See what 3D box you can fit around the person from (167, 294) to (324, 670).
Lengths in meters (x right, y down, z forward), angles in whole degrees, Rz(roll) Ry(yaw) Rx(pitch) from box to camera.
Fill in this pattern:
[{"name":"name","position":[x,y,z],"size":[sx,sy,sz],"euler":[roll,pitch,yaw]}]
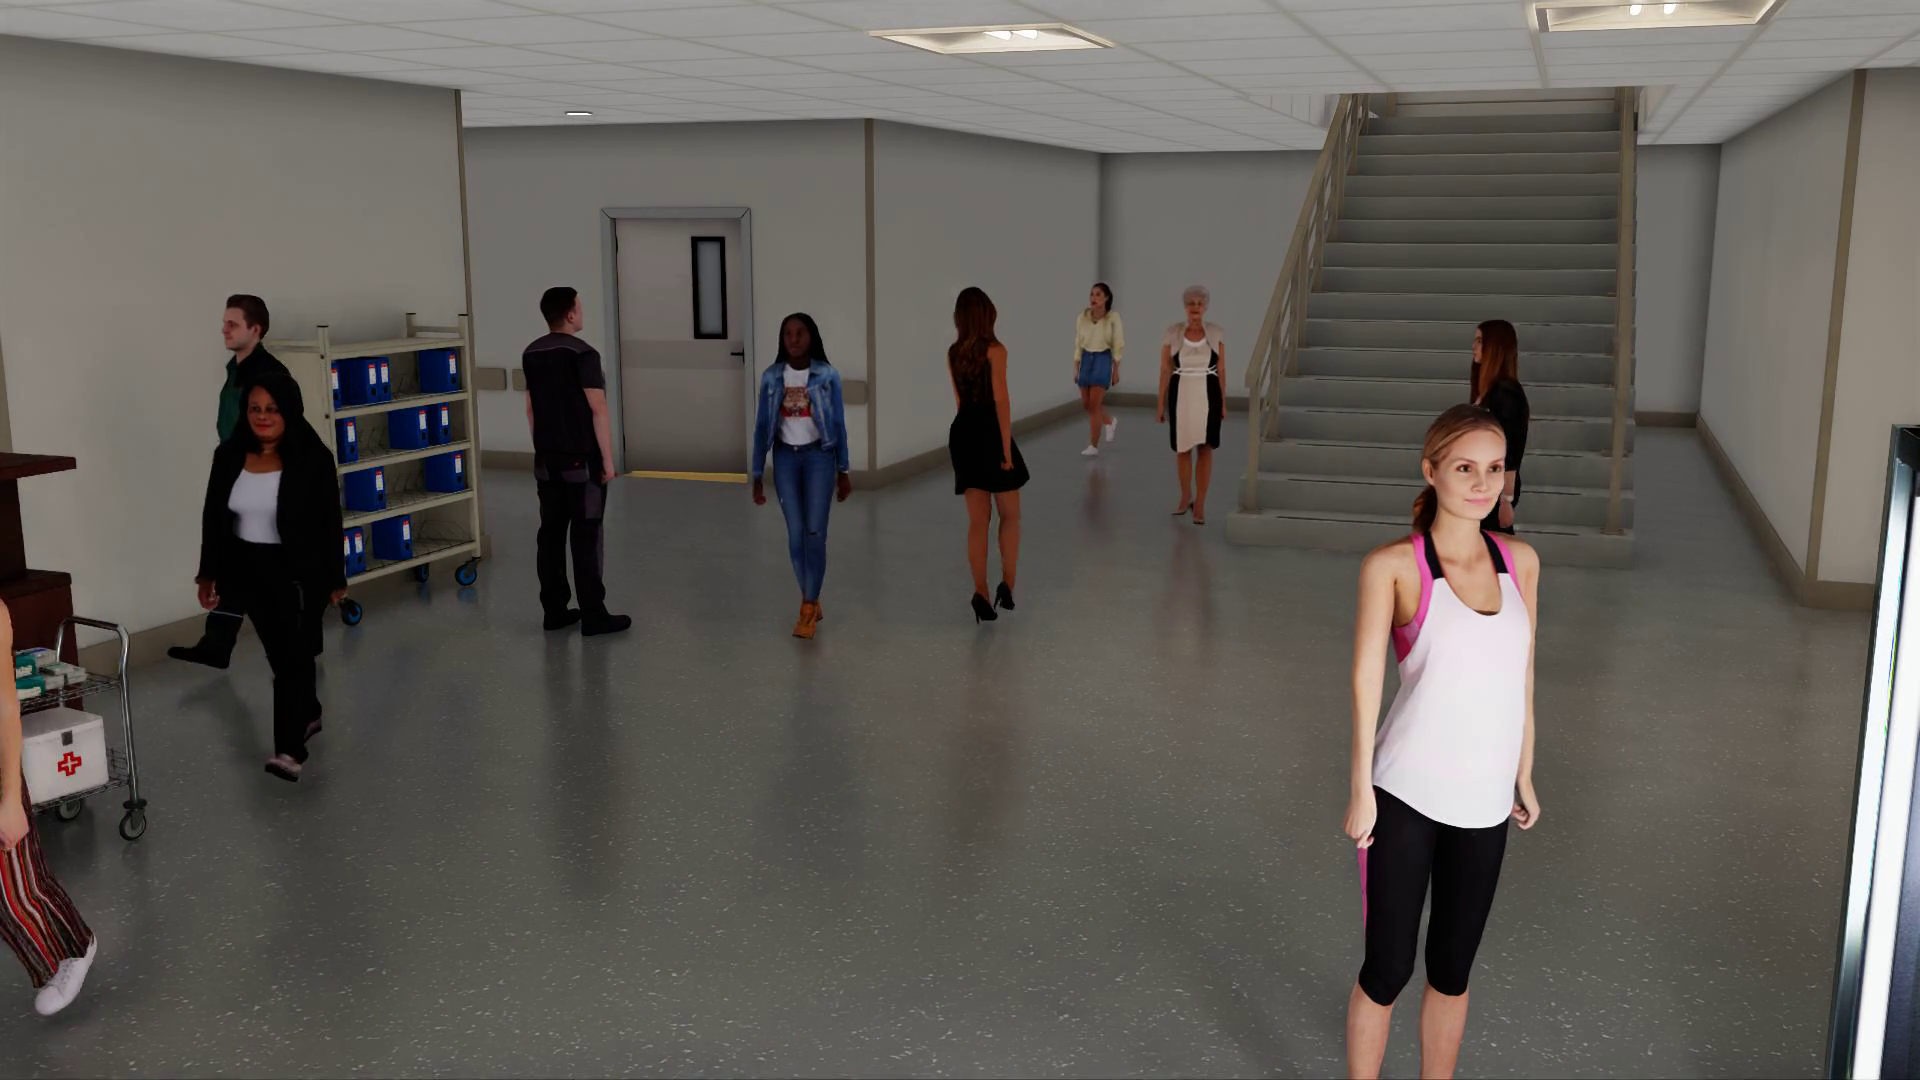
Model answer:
[{"name":"person","position":[-3.357,-0.274,8.141],"size":[0.881,1.818,1.056],"euler":[10,15,42]}]

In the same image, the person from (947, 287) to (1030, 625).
[{"name":"person","position":[0.049,-0.429,8.991],"size":[0.685,1.807,0.733],"euler":[8,13,36]}]

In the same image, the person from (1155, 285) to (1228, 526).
[{"name":"person","position":[1.705,-0.972,12.112],"size":[0.736,1.709,0.965],"euler":[3,11,14]}]

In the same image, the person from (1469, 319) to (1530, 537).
[{"name":"person","position":[2.731,-0.221,8.193],"size":[0.728,1.694,0.714],"euler":[3,11,14]}]

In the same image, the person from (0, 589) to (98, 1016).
[{"name":"person","position":[-2.502,0.612,4.247],"size":[0.771,1.529,1.131],"euler":[0,11,2]}]

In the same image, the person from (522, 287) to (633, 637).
[{"name":"person","position":[-2.083,-0.425,8.868],"size":[0.771,1.844,0.678],"euler":[7,13,33]}]

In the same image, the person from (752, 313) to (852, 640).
[{"name":"person","position":[-0.813,-0.351,8.879],"size":[0.749,1.694,0.999],"euler":[2,11,10]}]

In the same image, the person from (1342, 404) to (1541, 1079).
[{"name":"person","position":[1.061,0.583,3.711],"size":[0.693,1.786,0.711],"euler":[-3,11,-14]}]

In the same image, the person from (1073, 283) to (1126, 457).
[{"name":"person","position":[1.326,-1.601,15.686],"size":[0.774,1.612,1.027],"euler":[7,13,32]}]

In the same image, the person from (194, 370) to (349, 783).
[{"name":"person","position":[-2.690,0.140,6.642],"size":[0.920,1.563,1.194],"euler":[0,11,-1]}]
